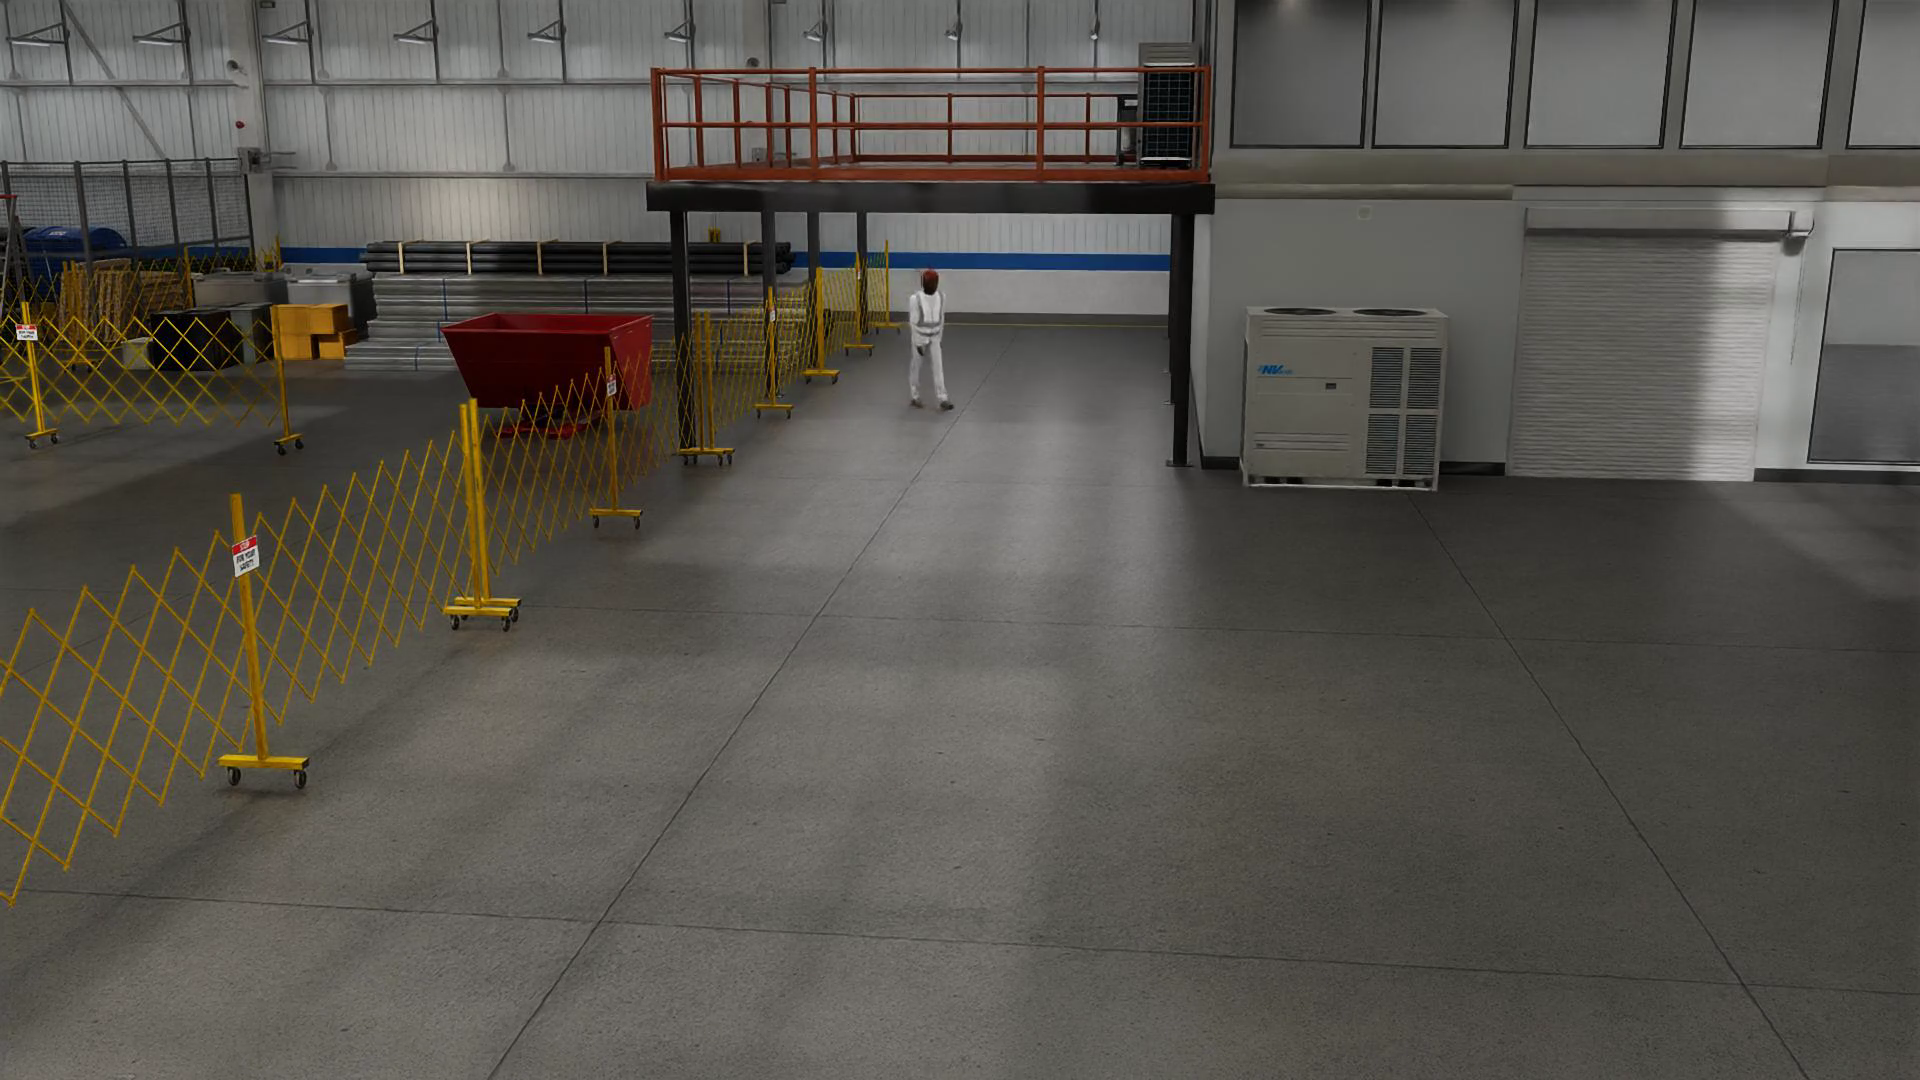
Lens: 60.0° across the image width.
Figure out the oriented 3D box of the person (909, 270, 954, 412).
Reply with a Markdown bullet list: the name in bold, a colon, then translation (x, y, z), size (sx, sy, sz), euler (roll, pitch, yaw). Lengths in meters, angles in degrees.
- **person**: translation (-0.401, -2.573, 21.506), size (0.567, 1.826, 0.951), euler (-8, 16, -30)
